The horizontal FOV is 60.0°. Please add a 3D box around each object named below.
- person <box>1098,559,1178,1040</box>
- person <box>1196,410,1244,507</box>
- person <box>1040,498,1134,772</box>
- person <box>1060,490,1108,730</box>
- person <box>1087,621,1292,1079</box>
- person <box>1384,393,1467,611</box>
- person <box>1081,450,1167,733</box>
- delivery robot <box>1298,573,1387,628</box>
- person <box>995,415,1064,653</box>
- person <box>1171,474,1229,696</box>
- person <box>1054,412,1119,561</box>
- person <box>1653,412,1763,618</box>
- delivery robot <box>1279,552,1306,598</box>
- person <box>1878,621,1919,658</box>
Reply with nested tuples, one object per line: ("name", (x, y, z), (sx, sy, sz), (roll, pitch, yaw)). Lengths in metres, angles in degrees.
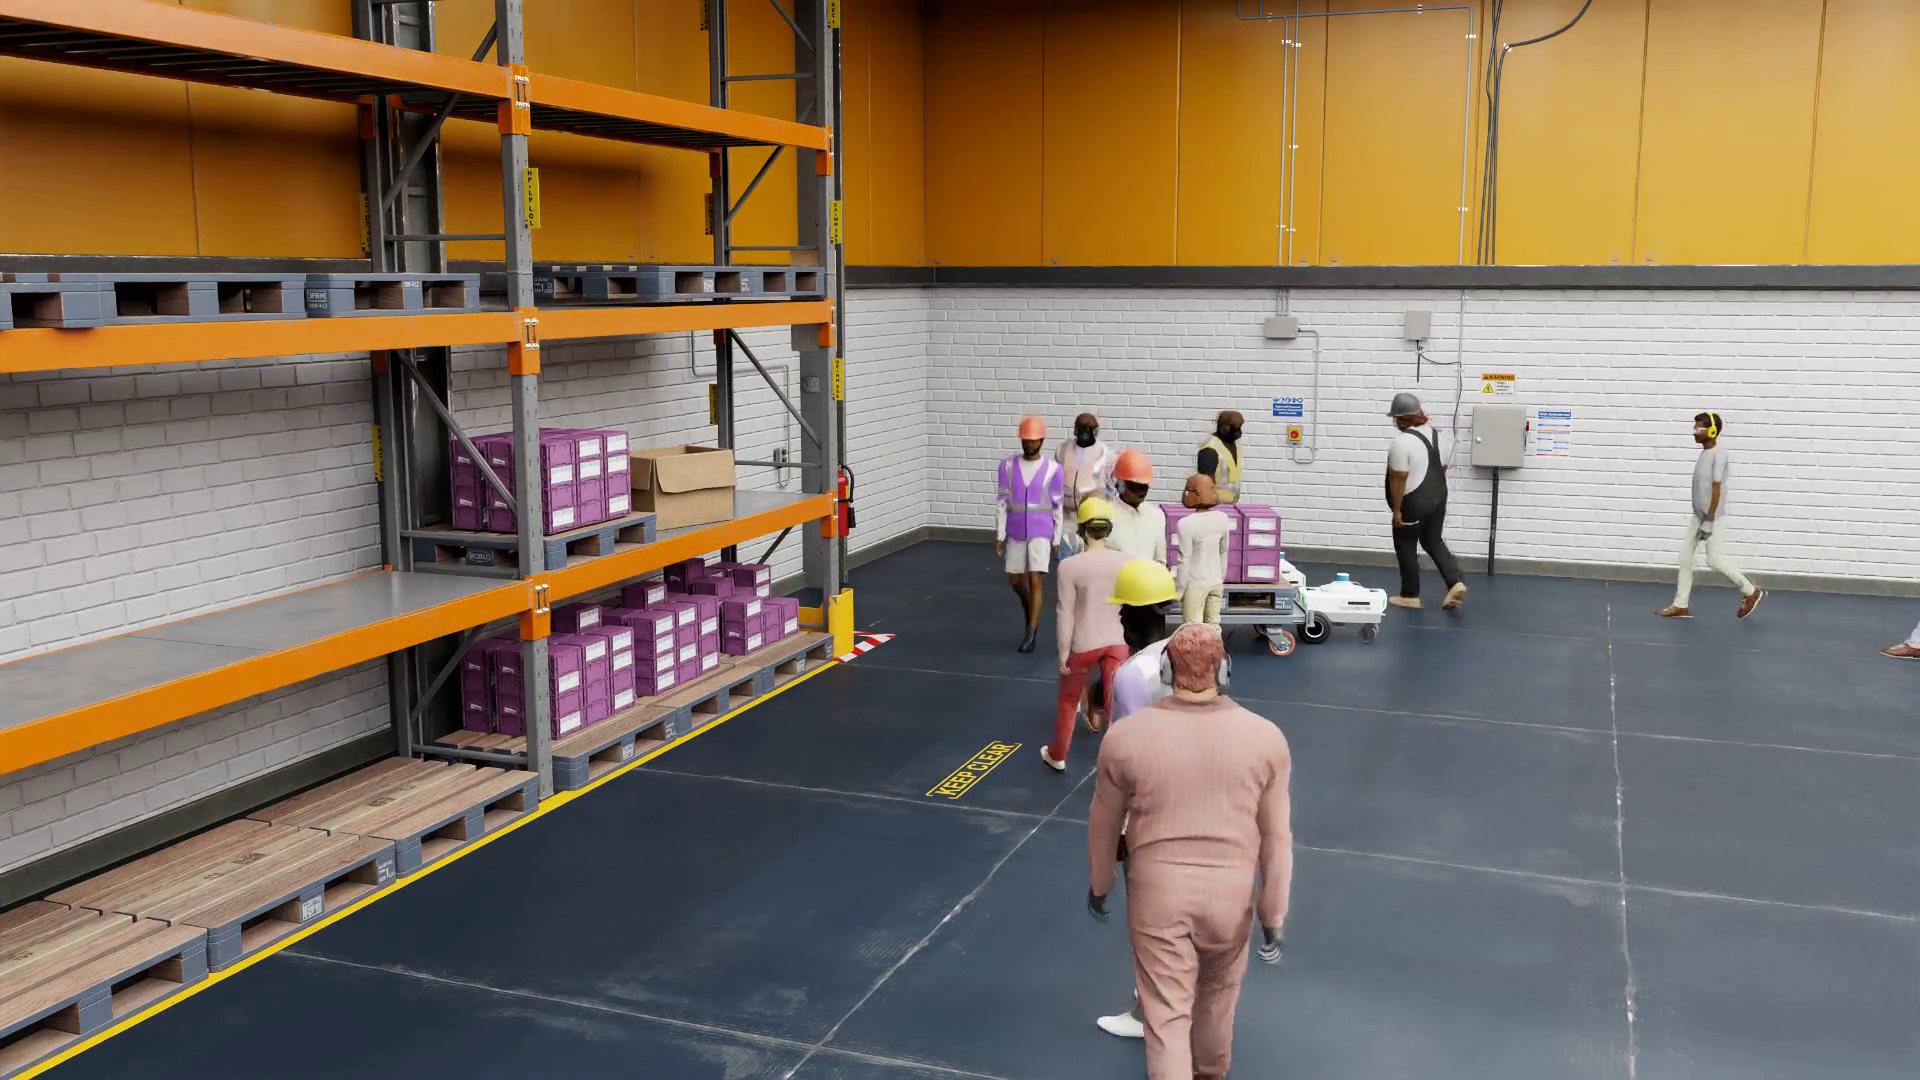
("person", (0.748, 1.027, 6.629), (0.386, 1.922, 0.594), (6, 11, 33))
("person", (2.343, -0.336, 15.605), (0.642, 1.807, 0.678), (6, 11, 34))
("person", (0.768, 0.613, 9.854), (0.522, 1.722, 0.895), (-3, 9, -16))
("person", (0.926, 0.467, 11.190), (0.533, 1.591, 0.870), (-2, 9, -9))
("person", (0.774, 1.199, 5.742), (0.676, 1.858, 0.942), (1, 9, 3))
("person", (4.201, -0.357, 14.960), (0.785, 2.000, 0.797), (-8, 12, -40))
("person", (1.008, 0.389, 10.537), (0.627, 1.963, 0.863), (-6, 11, -32))
("delivery robot", (3.174, 0.519, 13.813), (0.707, 0.478, 0.477), (1, 9, 8))
("person", (0.580, -0.077, 13.595), (0.558, 1.922, 0.743), (2, 9, 14))
("person", (1.704, 0.343, 11.833), (0.513, 1.630, 0.279), (-8, 12, -40))
("person", (1.132, -0.249, 14.960), (0.639, 1.820, 0.597), (4, 10, 25))
("person", (6.648, -0.206, 14.633), (0.833, 1.848, 0.518), (0, 9, 2))
("delivery robot", (2.849, 0.347, 14.893), (0.477, 0.478, 0.707), (-1, 9, -4))
("person", (7.867, 0.064, 13.027), (1.007, 1.827, 0.528), (3, 10, 20))
